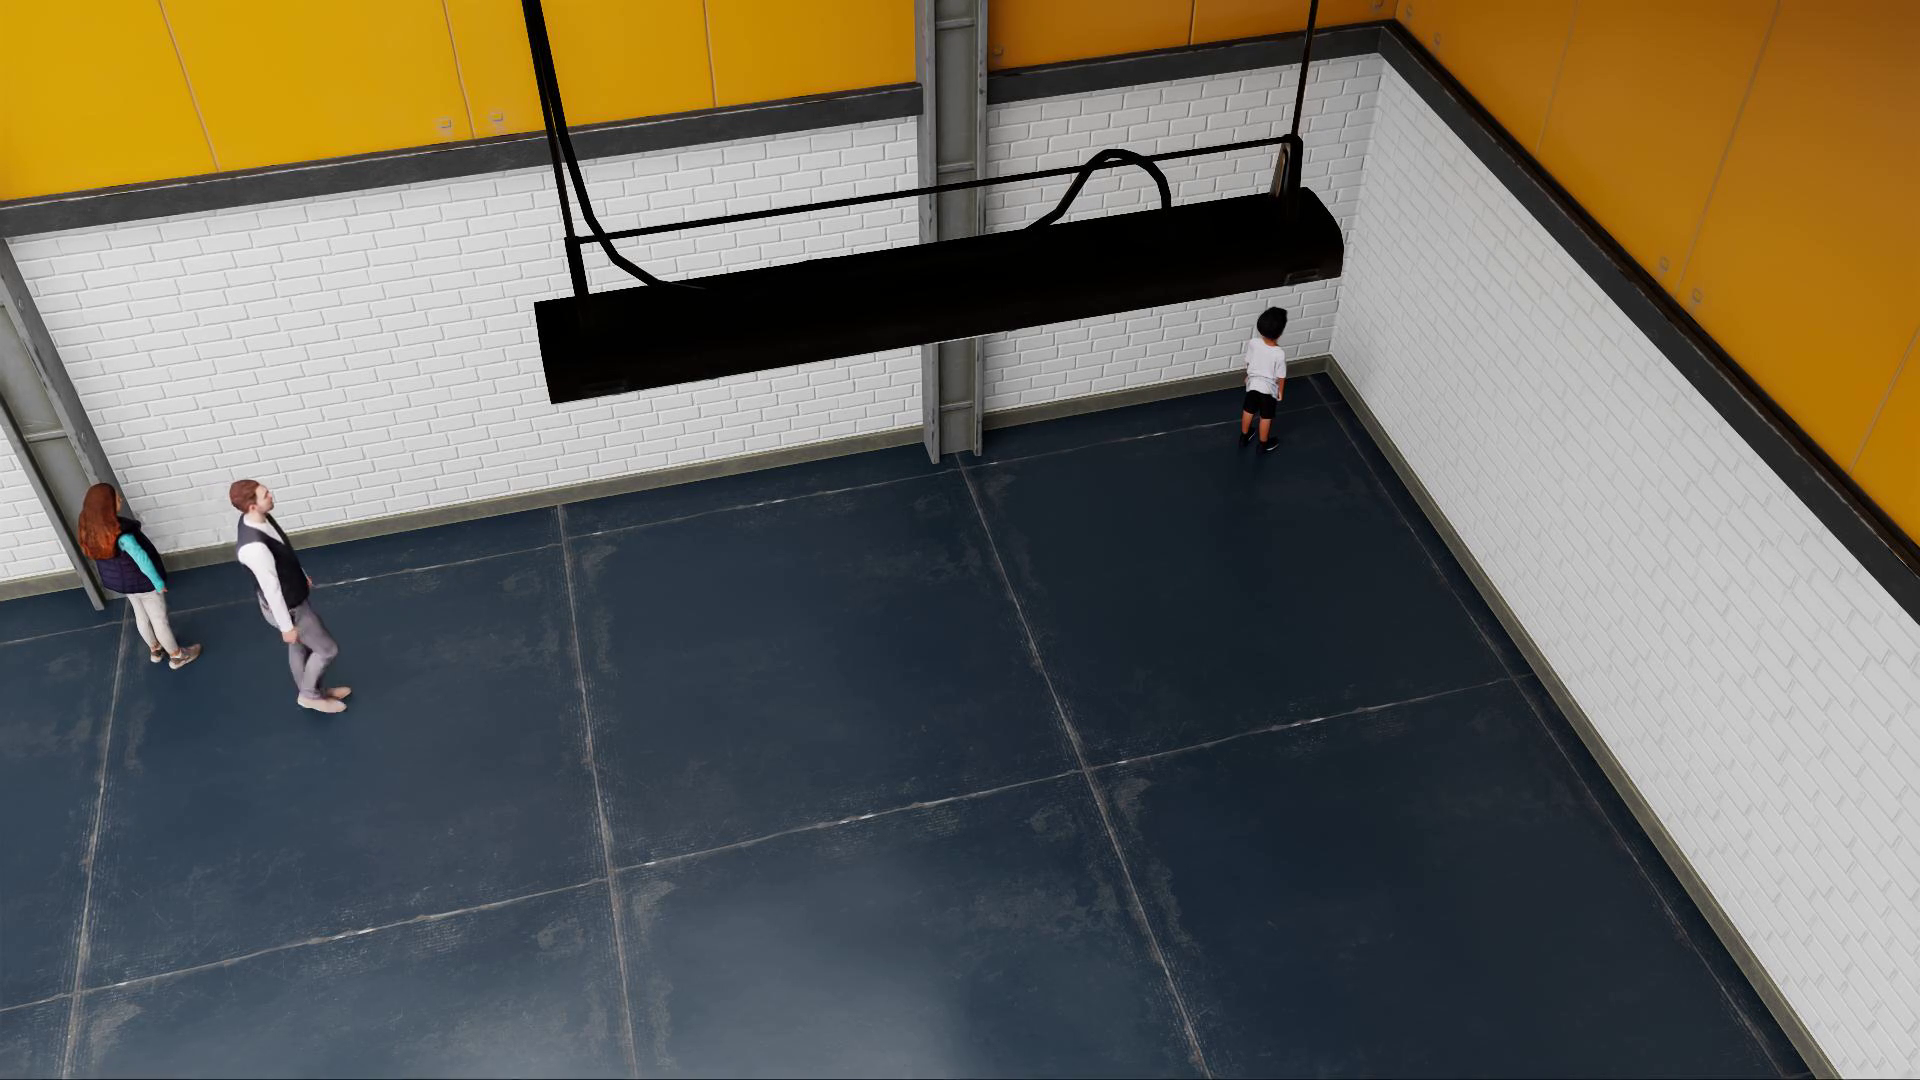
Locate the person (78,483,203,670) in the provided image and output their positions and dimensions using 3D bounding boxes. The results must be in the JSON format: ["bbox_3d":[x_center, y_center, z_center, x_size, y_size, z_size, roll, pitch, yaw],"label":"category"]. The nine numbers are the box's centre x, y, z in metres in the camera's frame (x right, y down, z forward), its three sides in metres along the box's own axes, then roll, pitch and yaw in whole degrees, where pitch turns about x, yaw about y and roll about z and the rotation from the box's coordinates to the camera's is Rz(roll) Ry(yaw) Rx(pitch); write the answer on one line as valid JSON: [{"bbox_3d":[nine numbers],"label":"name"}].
[{"bbox_3d":[-5.324,0.237,10.724,0.685,1.501,0.748,20,47,20],"label":"person"}]

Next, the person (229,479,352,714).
[{"bbox_3d":[-4.238,0.401,10.248,0.612,1.921,0.686,-13,45,-14],"label":"person"}]

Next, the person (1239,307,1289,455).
[{"bbox_3d":[2.266,-1.188,12.396,0.574,1.259,0.618,29,51,27],"label":"person"}]
